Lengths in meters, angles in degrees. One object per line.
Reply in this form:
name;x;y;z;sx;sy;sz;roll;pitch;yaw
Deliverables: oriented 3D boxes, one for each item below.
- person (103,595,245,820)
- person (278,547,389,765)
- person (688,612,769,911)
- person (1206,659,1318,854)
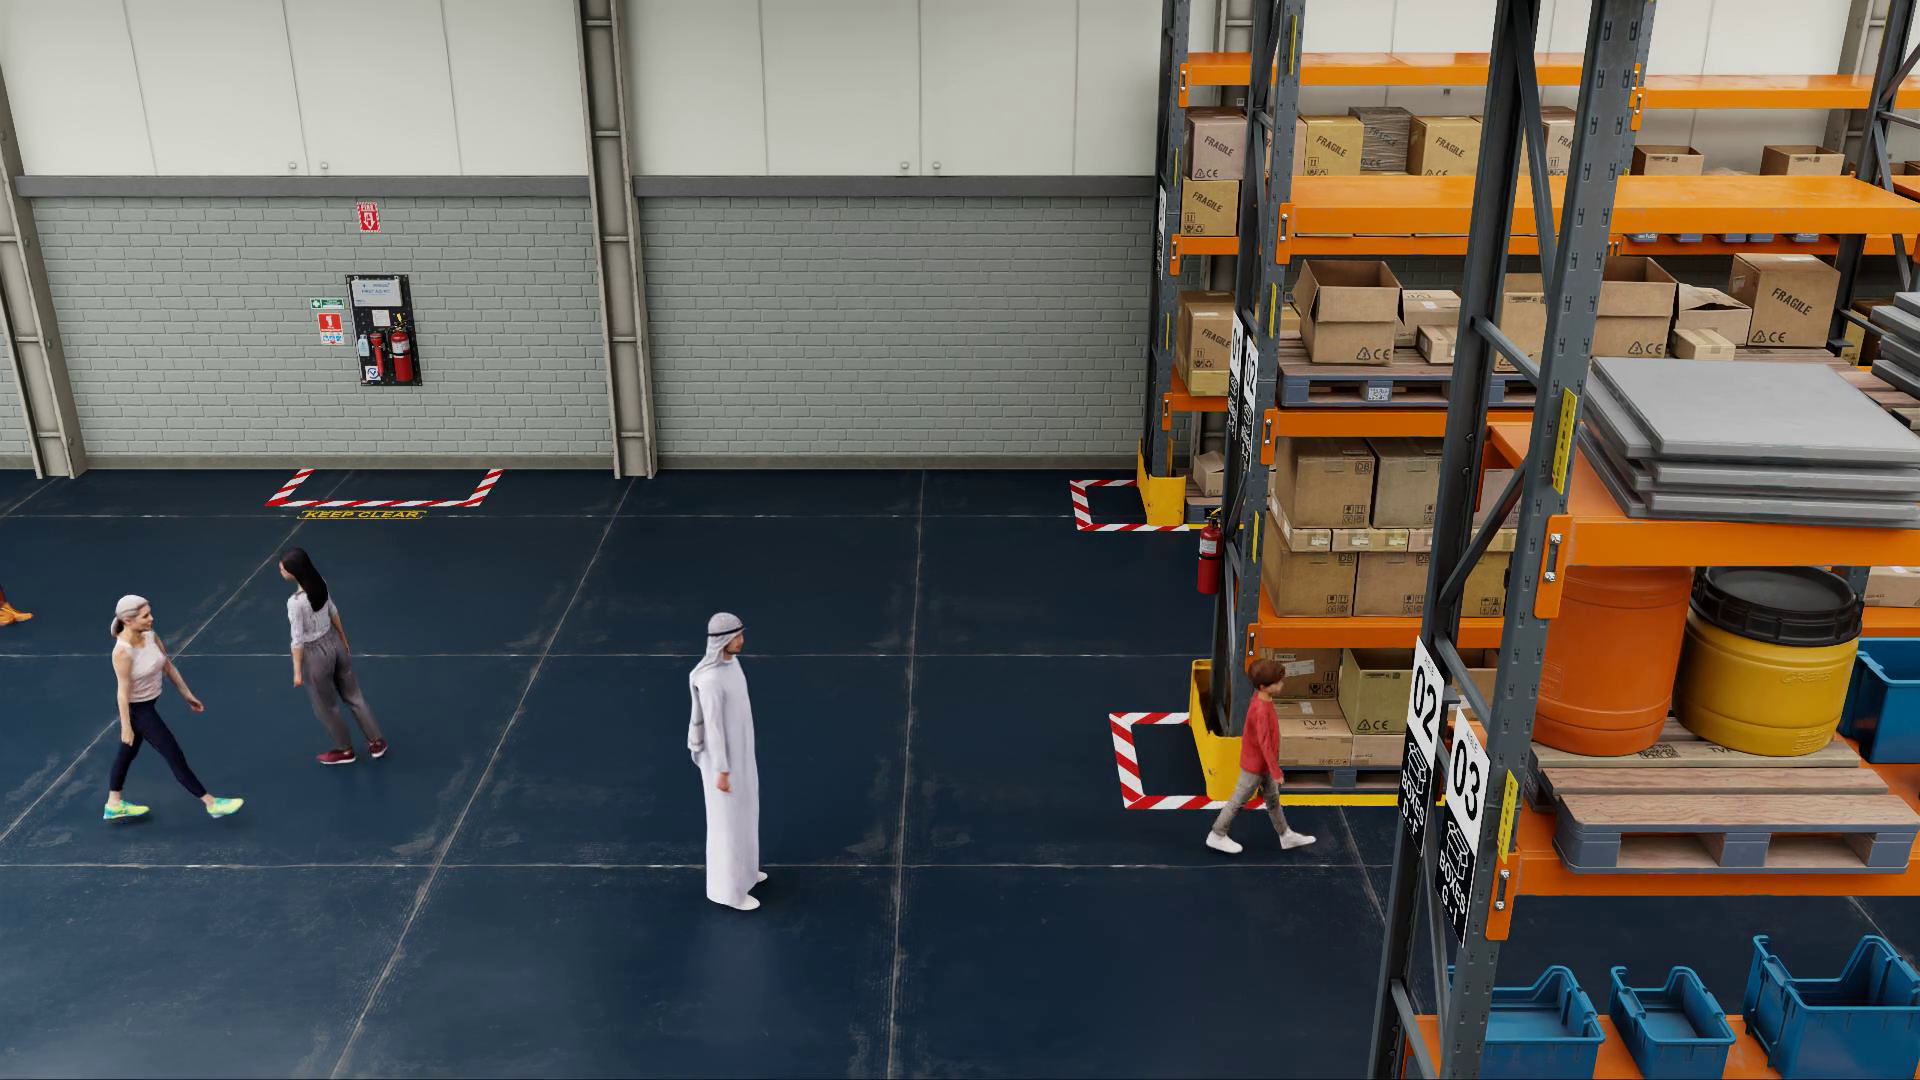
person;-5.459;1.154;10.920;1.176;1.651;0.666;-2;23;-5
person;-4.408;0.816;11.638;0.775;1.712;0.769;11;25;24
person;-1.431;1.326;10.161;0.644;1.930;0.706;2;23;4
person;1.827;1.411;10.656;0.982;1.385;0.699;7;24;15
